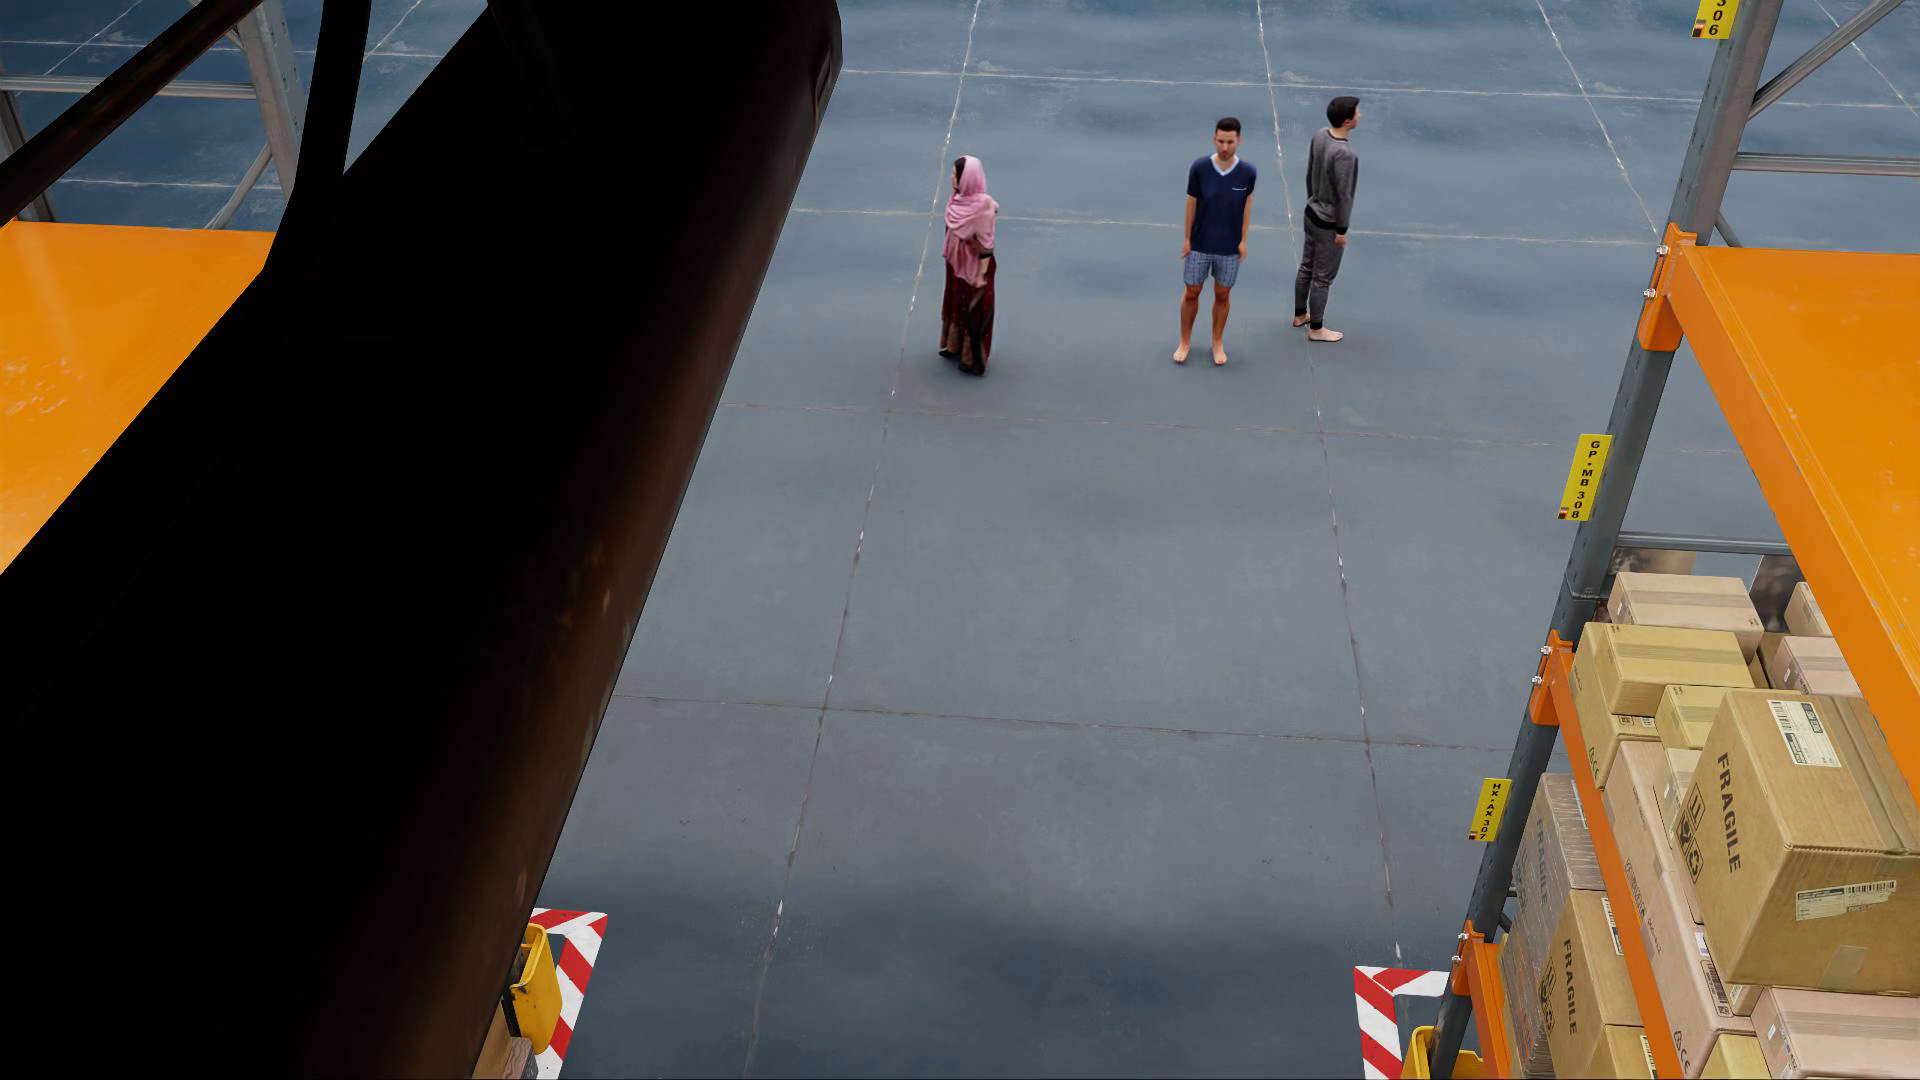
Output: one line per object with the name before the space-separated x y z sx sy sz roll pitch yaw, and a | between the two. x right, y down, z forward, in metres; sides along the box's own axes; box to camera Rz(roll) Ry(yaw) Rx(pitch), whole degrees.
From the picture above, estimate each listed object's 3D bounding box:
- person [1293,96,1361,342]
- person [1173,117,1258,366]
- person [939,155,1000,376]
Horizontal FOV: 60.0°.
person | 2.637 -2.324 11.973 0.804 1.842 0.630 -10 39 -12
person | 1.790 -2.109 11.693 0.619 1.850 0.558 5 38 6
person | 0.070 -1.951 11.664 0.824 1.636 0.738 -22 43 -25
